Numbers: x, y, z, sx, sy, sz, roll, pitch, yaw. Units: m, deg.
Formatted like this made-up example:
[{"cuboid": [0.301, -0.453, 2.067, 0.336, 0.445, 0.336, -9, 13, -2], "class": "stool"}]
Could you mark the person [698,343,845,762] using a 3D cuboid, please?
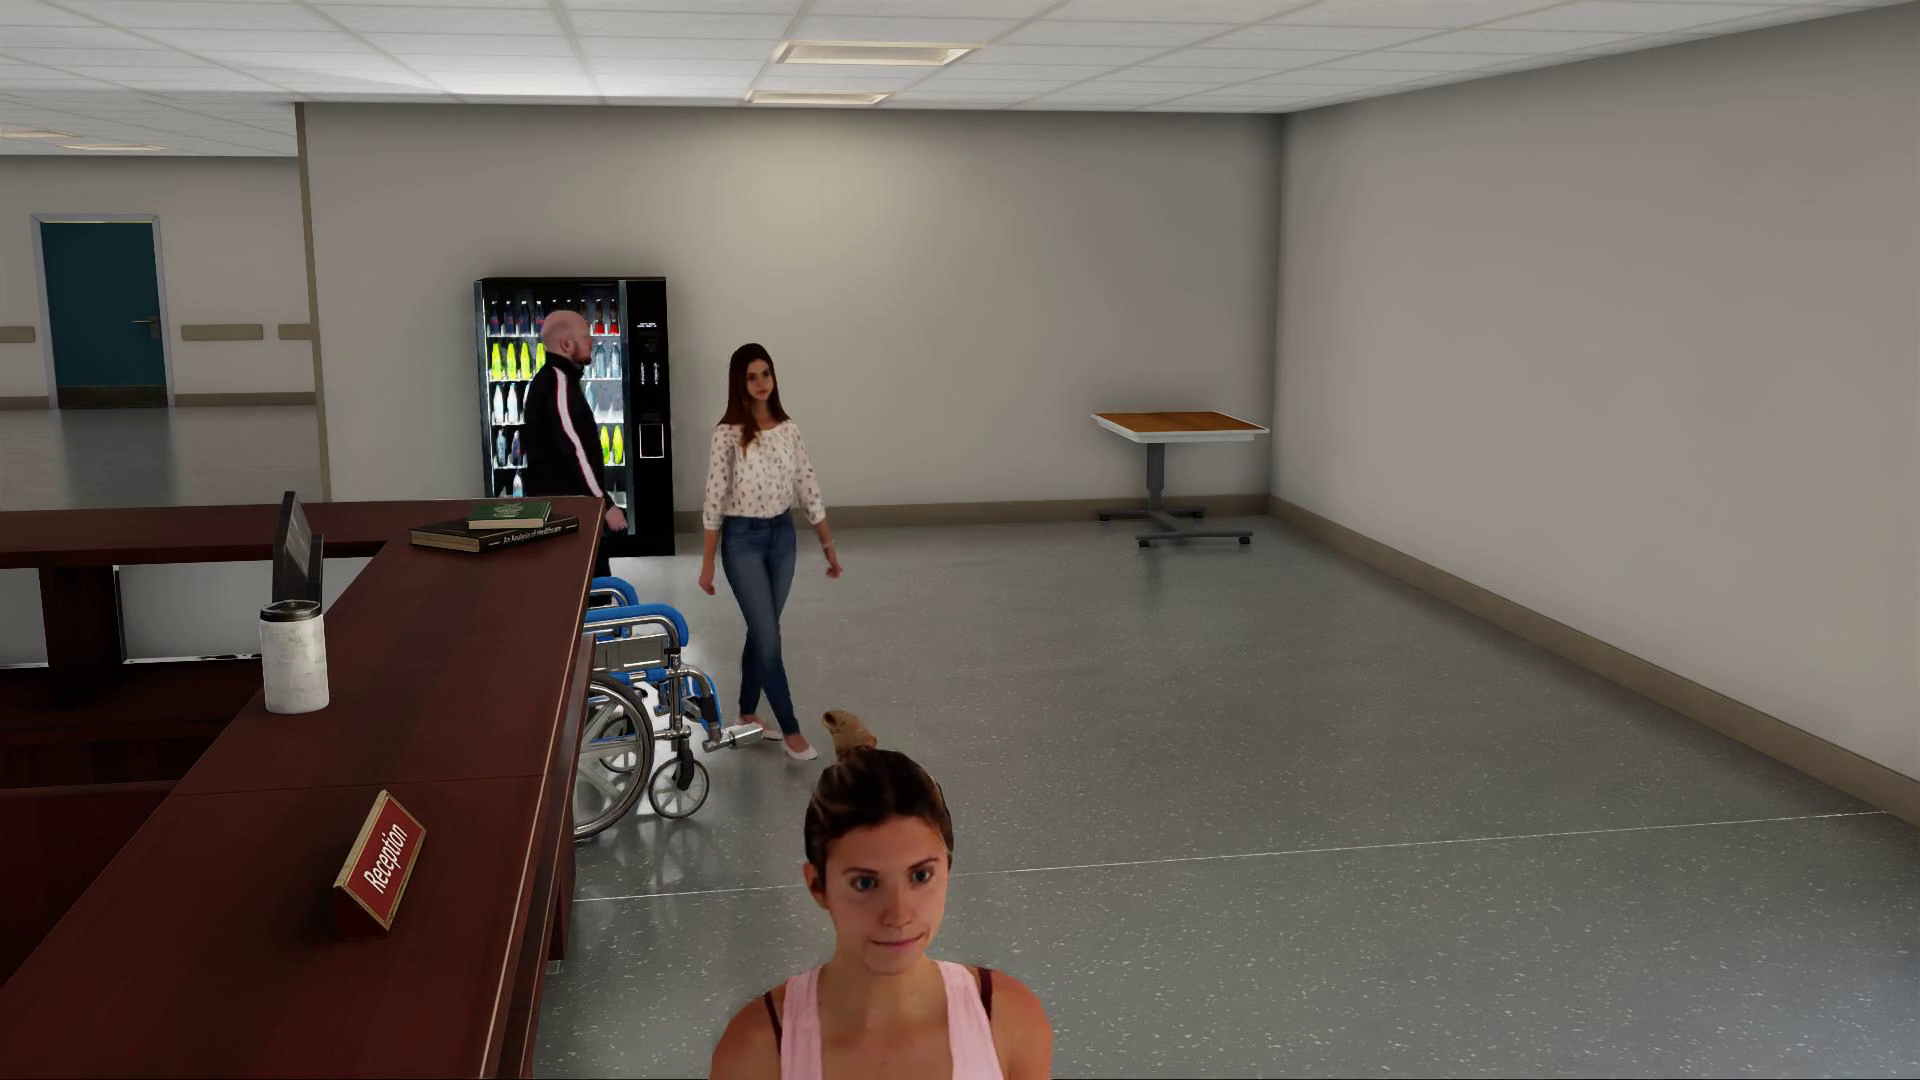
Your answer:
[{"cuboid": [-0.889, 0.047, 6.912, 0.993, 1.702, 1.016, -10, 14, -42], "class": "person"}]

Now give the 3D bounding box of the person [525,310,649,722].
[{"cuboid": [-1.760, -0.070, 7.212, 0.732, 1.819, 0.725, -5, 12, -23], "class": "person"}]

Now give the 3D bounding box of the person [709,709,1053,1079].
[{"cuboid": [-0.104, 1.009, 2.024, 0.631, 1.635, 0.620, -2, 11, -8], "class": "person"}]
